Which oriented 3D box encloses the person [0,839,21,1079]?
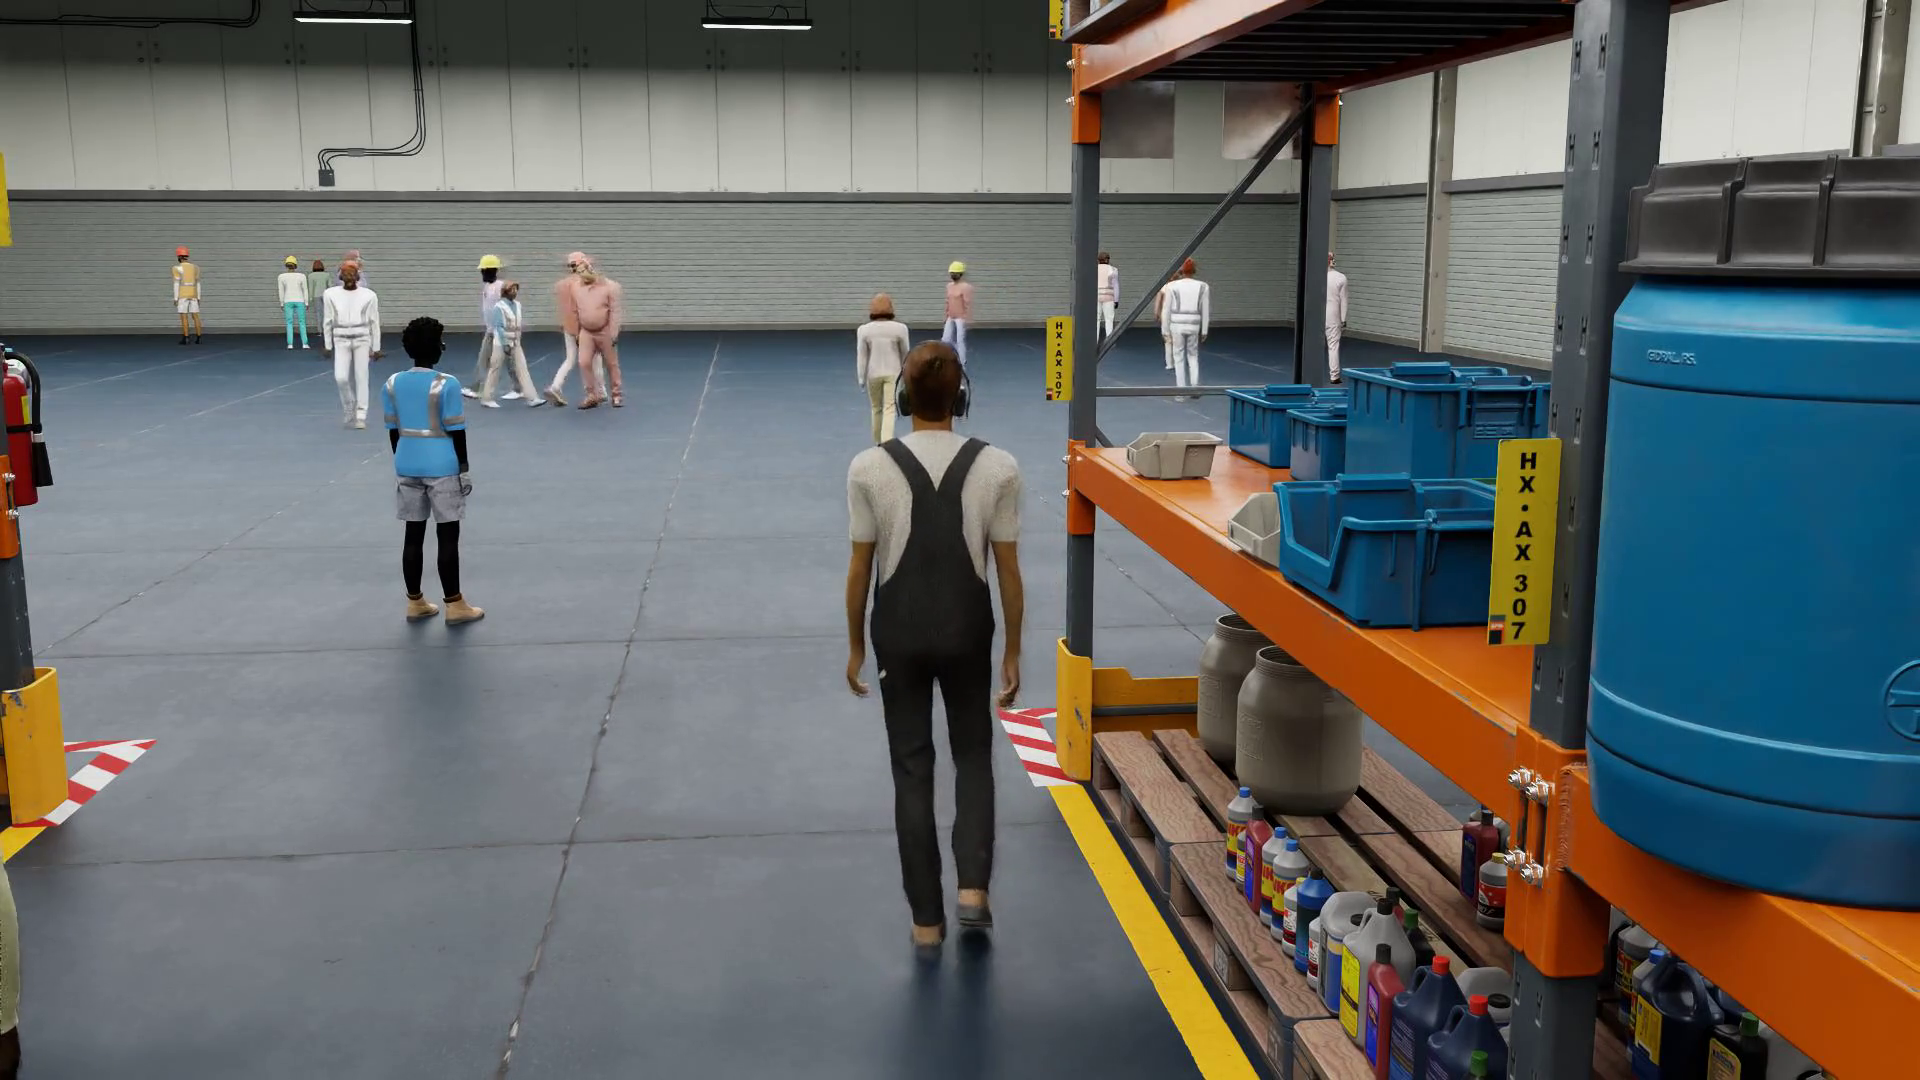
[{"bbox_3d":[-1.821,0.776,2.599,0.605,1.804,0.852,-4,11,-21],"label":"person"}]

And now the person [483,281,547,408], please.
[{"bbox_3d":[-5.609,-2.421,20.685,0.874,1.581,0.545,5,11,25],"label":"person"}]

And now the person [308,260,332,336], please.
[{"bbox_3d":[-13.833,-5.232,35.971,0.507,1.631,0.280,-9,14,-41],"label":"person"}]

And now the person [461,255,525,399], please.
[{"bbox_3d":[-6.142,-2.750,21.654,0.959,1.882,0.617,-7,13,-35],"label":"person"}]

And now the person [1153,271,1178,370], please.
[{"bbox_3d":[3.378,-3.567,26.836,0.546,1.619,0.603,-1,10,-7],"label":"person"}]

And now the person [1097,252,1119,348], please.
[{"bbox_3d":[2.758,-4.617,32.041,0.625,1.840,0.430,3,11,17],"label":"person"}]

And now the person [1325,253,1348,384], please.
[{"bbox_3d":[5.331,-3.222,24.224,0.636,1.903,0.404,4,11,22],"label":"person"}]

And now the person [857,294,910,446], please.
[{"bbox_3d":[-0.735,-1.557,15.939,0.500,1.591,0.856,1,10,6],"label":"person"}]

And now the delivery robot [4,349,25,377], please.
[{"bbox_3d":[-13.403,-2.454,23.441,0.477,0.478,0.707,-5,11,-24],"label":"delivery robot"}]

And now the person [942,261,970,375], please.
[{"bbox_3d":[-0.057,-3.412,25.646,0.372,1.752,0.551,-9,14,-41],"label":"person"}]

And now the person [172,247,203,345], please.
[{"bbox_3d":[-15.345,-4.837,32.994,0.408,1.936,0.577,7,12,33],"label":"person"}]

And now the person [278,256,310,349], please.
[{"bbox_3d":[-12.650,-4.500,31.598,0.525,1.769,0.310,-3,11,-18],"label":"person"}]

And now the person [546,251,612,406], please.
[{"bbox_3d":[-4.854,-2.667,21.041,0.619,1.959,0.864,4,11,21],"label":"person"}]

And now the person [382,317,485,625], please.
[{"bbox_3d":[-2.918,-0.376,9.180,0.532,1.696,0.319,4,11,22],"label":"person"}]

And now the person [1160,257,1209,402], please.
[{"bbox_3d":[2.903,-2.724,21.565,0.593,1.869,0.423,-1,10,-7],"label":"person"}]

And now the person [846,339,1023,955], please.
[{"bbox_3d":[-0.082,0.323,4.979,0.519,1.827,0.430,-1,10,-6],"label":"person"}]

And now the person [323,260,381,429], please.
[{"bbox_3d":[-6.742,-2.156,18.454,0.613,1.870,0.417,-3,11,-15],"label":"person"}]

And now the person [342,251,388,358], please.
[{"bbox_3d":[-10.572,-4.129,29.271,0.685,1.893,0.658,9,14,42],"label":"person"}]

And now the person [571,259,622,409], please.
[{"bbox_3d":[-4.553,-2.555,20.676,0.636,1.856,0.765,2,10,10],"label":"person"}]
